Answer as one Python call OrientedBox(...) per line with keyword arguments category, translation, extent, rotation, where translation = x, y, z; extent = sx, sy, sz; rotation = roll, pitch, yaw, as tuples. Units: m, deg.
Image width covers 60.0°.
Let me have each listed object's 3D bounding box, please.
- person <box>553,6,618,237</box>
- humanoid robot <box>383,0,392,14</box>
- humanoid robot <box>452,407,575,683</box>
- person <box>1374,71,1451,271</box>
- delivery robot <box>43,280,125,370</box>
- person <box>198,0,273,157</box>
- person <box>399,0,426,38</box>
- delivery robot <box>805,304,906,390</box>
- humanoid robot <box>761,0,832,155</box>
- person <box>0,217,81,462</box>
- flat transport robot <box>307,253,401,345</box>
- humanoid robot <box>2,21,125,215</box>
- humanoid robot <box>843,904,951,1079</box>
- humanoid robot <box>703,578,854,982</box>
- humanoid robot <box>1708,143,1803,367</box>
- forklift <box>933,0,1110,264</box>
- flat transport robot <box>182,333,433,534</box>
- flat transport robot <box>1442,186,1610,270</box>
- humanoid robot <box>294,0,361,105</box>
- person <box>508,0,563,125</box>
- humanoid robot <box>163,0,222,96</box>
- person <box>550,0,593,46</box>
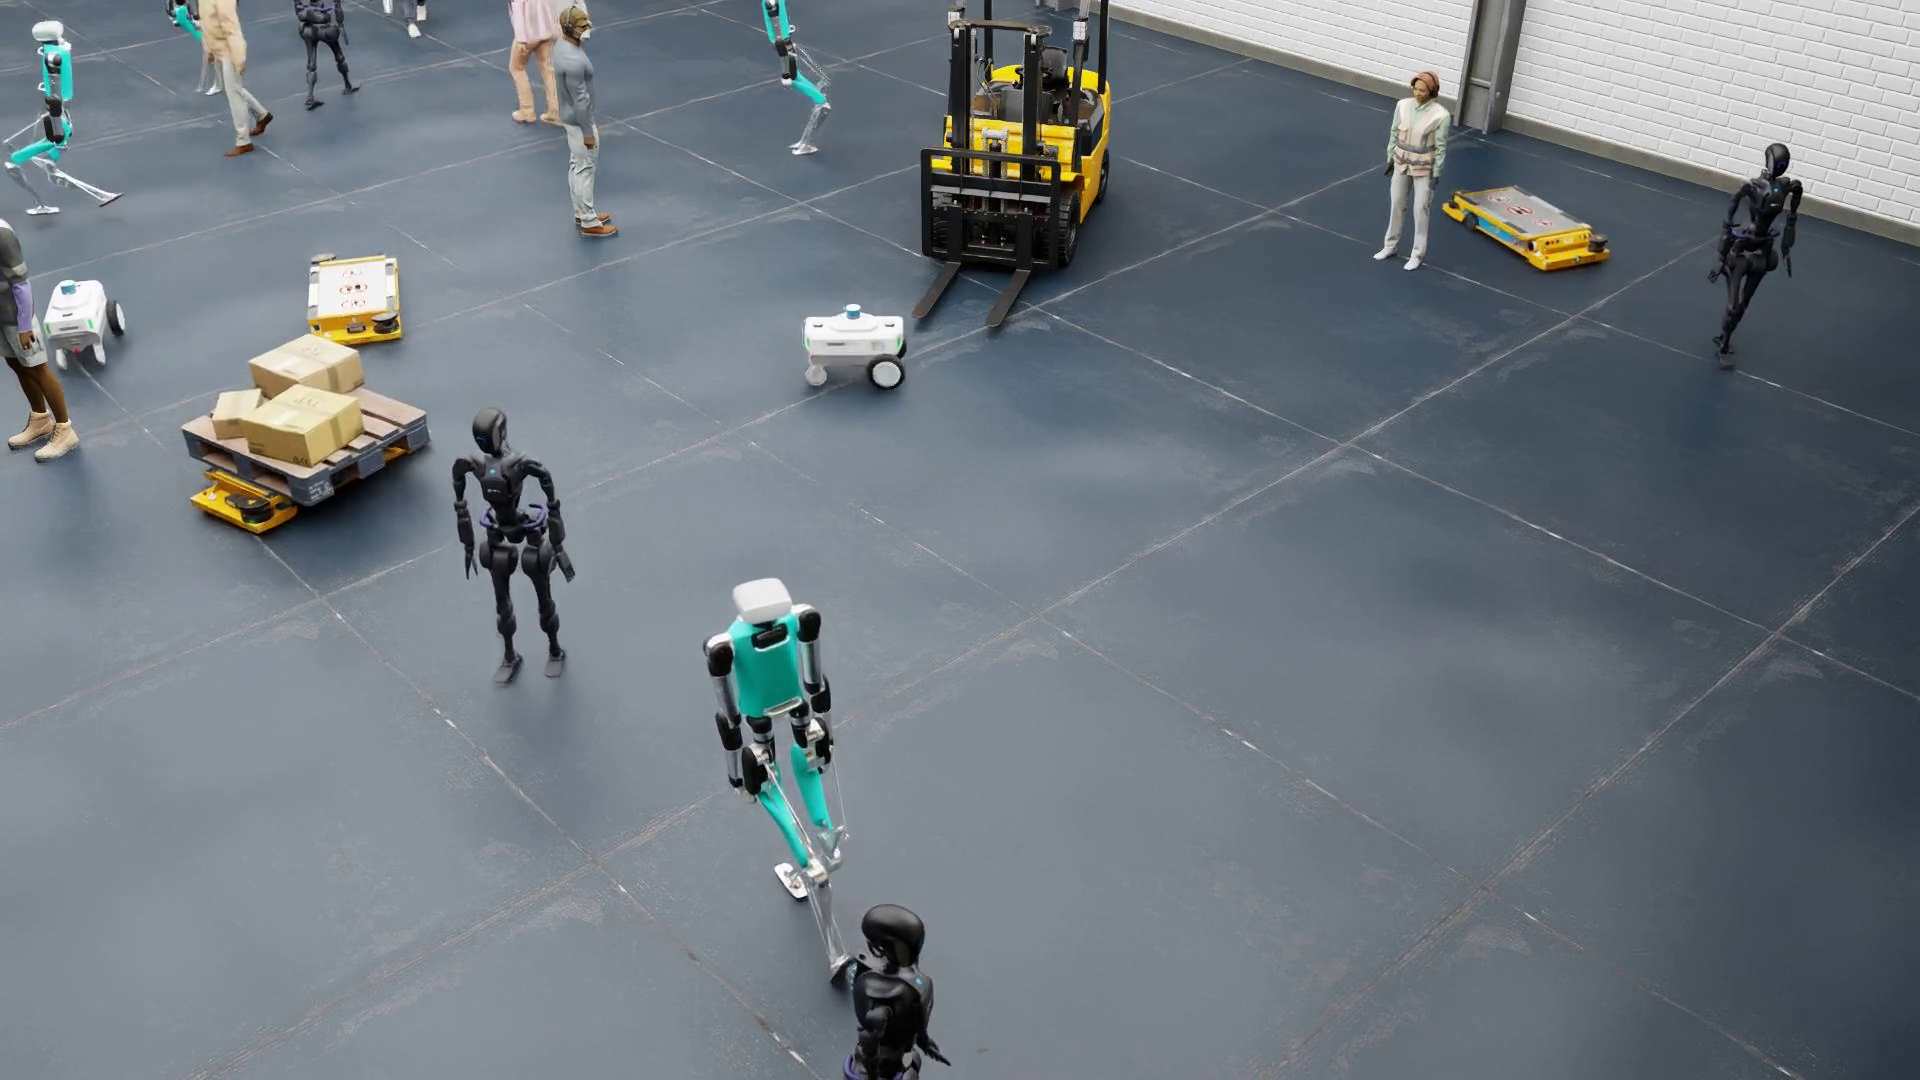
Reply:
OrientedBox(category="person", translation=(-3.209, -3.535, 14.078), extent=(0.352, 1.936, 0.632), rotation=(-11, 35, -17))
OrientedBox(category="humanoid robot", translation=(-7.055, -7.246, 19.981), extent=(0.530, 1.771, 0.942), rotation=(-1, 33, -2))
OrientedBox(category="humanoid robot", translation=(-2.361, 0.024, 8.842), extent=(0.609, 1.656, 0.319), rotation=(2, 33, 3))
OrientedBox(category="person", translation=(3.703, -3.019, 13.564), extent=(0.313, 1.632, 0.519), rotation=(-27, 42, -35))
OrientedBox(category="delivery robot", translation=(-6.604, -1.661, 12.448), extent=(0.499, 0.576, 0.768), rotation=(-10, 34, -15))
OrientedBox(category="person", translation=(-6.969, -4.666, 15.883), extent=(0.650, 1.873, 0.638), rotation=(-25, 41, -33))
OrientedBox(category="person", translation=(-6.455, -6.842, 19.275), extent=(0.862, 1.816, 0.933), rotation=(-11, 35, -17))
OrientedBox(category="delivery robot", translation=(-0.748, -1.415, 12.099), extent=(0.813, 0.609, 0.499), rotation=(0, 33, -1))
OrientedBox(category="humanoid robot", translation=(-1.481, -4.488, 15.711), extent=(0.746, 1.756, 0.534), rotation=(-3, 33, -5))
OrientedBox(category="person", translation=(-6.229, -1.484, 10.830), extent=(0.607, 2.044, 0.368), rotation=(21, 39, 29))
OrientedBox(category="flat transport robot", translation=(-4.771, -1.915, 13.117), extent=(0.659, 0.231, 1.431), rotation=(-9, 34, -14))
OrientedBox(category="humanoid robot", translation=(-7.908, -3.558, 14.275), extent=(1.016, 1.706, 0.542), rotation=(-9, 34, -14))
OrientedBox(category="humanoid robot", translation=(-0.239, 1.927, 5.930), extent=(0.511, 1.638, 0.588), rotation=(7, 34, 11))
OrientedBox(category="humanoid robot", translation=(-0.635, 1.095, 7.156), extent=(0.547, 1.764, 0.968), rotation=(-20, 38, -27))
OrientedBox(category="humanoid robot", translation=(5.783, -2.076, 12.081), extent=(0.591, 1.645, 0.534), rotation=(-3, 33, -5))
OrientedBox(category="forklift", translation=(0.570, -3.725, 14.138), extent=(1.214, 2.155, 2.313), rotation=(9, 34, 13))
OrientedBox(category="flat transport robot", translation=(-4.255, -0.514, 10.963), extent=(0.659, 0.231, 1.431), rotation=(19, 38, 27))
OrientedBox(category="flat transport robot", translation=(4.866, -2.712, 14.341), extent=(0.659, 0.231, 1.431), rotation=(-12, 35, -18))
OrientedBox(category="humanoid robot", translation=(-6.628, -5.331, 17.131), extent=(0.589, 1.628, 0.792), rotation=(9, 34, 14))
OrientedBox(category="person", translation=(-4.297, -5.009, 16.496), extent=(0.659, 1.760, 0.551), rotation=(18, 37, 26))
OrientedBox(category="humanoid robot", translation=(-7.942, -5.506, 17.325), extent=(0.550, 1.835, 0.670), rotation=(20, 38, 27))
OrientedBox(category="person", translation=(-4.022, -5.216, 16.833), extent=(0.757, 1.736, 0.524), rotation=(22, 39, 30))
